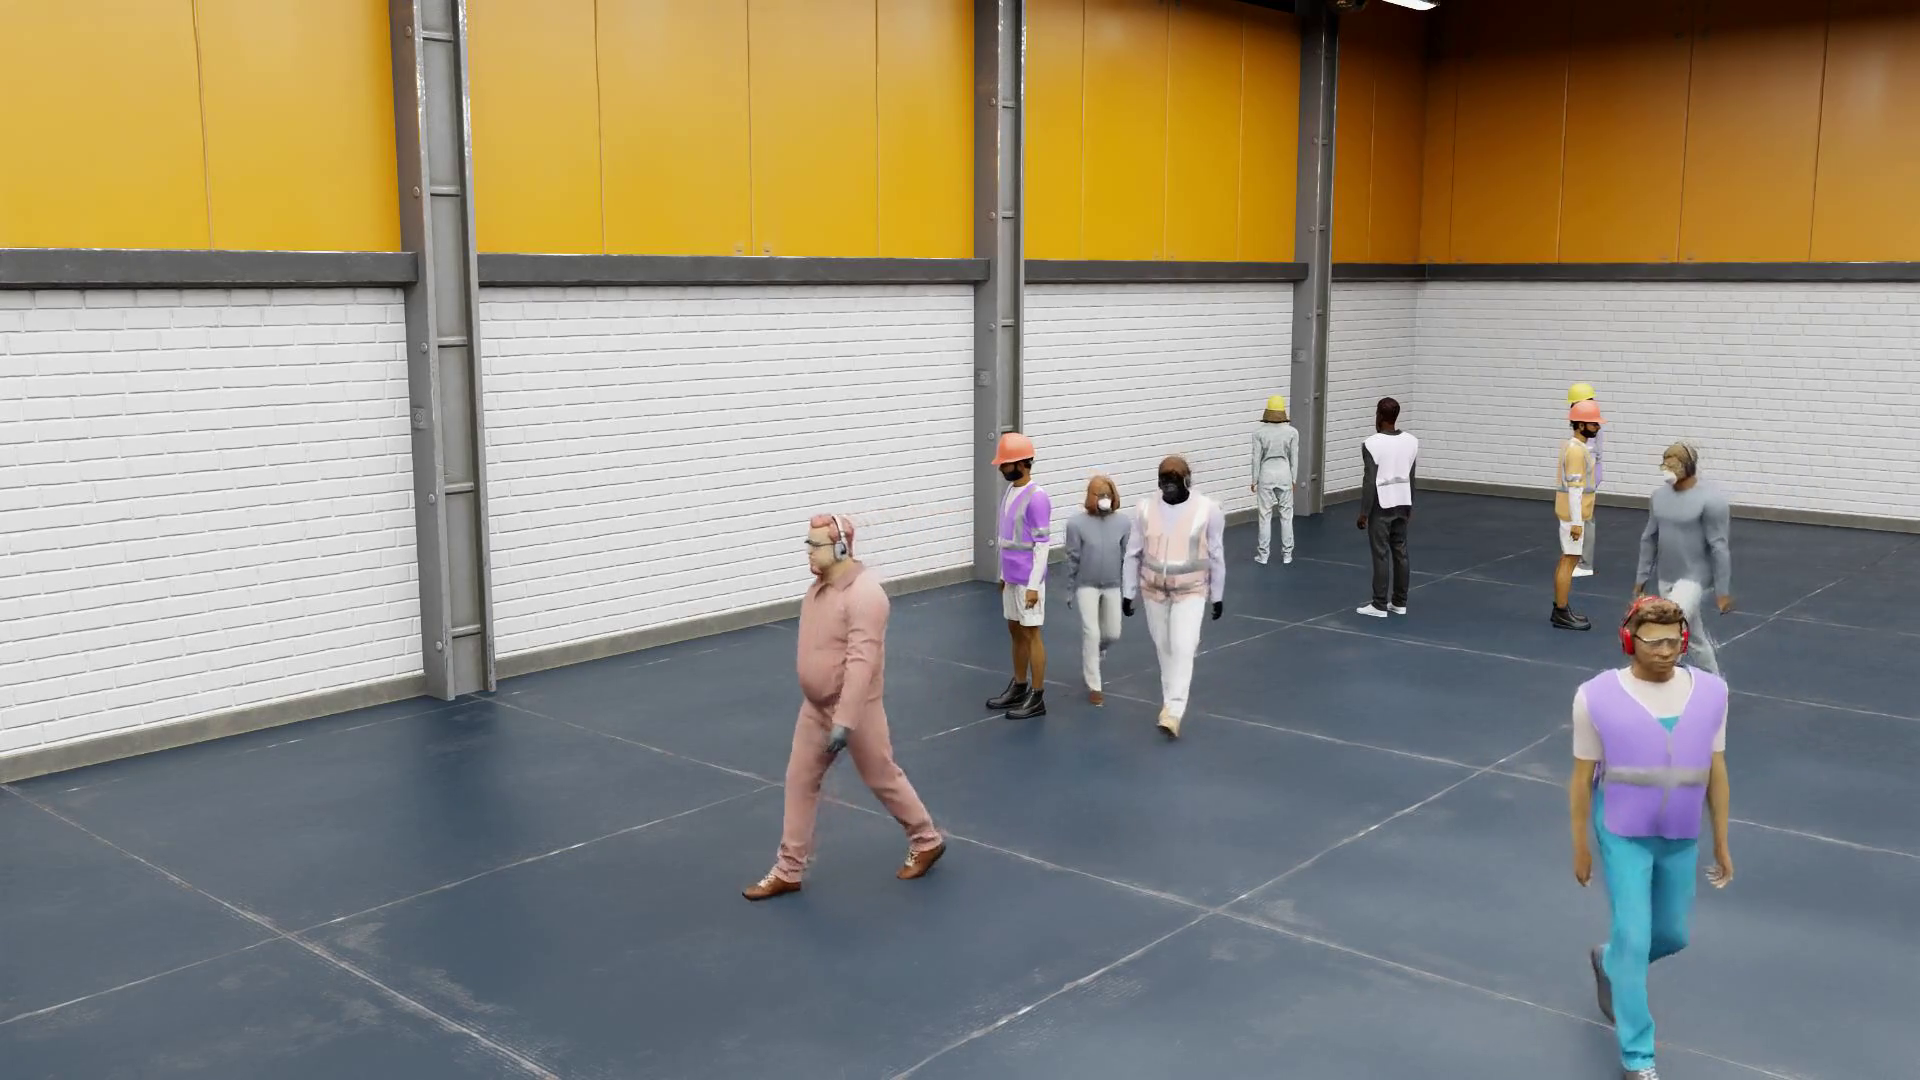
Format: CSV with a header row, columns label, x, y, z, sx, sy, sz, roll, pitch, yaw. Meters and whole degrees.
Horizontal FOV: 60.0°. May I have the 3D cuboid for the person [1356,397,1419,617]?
label,x,y,z,sx,sy,sz,roll,pitch,yaw
person,3.731,-0.283,14.515,0.590,1.920,0.399,-5,10,-28

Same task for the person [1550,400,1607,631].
label,x,y,z,sx,sy,sz,roll,pitch,yaw
person,5.217,-0.215,14.030,0.371,1.935,0.551,3,9,17

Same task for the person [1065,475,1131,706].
label,x,y,z,sx,sy,sz,roll,pitch,yaw
person,0.956,0.324,11.677,0.508,1.618,0.553,-2,9,-13

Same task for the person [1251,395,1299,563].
label,x,y,z,sx,sy,sz,roll,pitch,yaw
person,3.250,-0.624,17.206,0.483,1.745,0.305,0,9,2

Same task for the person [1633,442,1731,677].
label,x,y,z,sx,sy,sz,roll,pitch,yaw
person,4.811,0.278,11.151,1.041,1.876,0.637,-3,9,-16

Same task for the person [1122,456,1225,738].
label,x,y,z,sx,sy,sz,roll,pitch,yaw
person,1.348,0.365,10.813,0.653,1.799,0.926,4,10,26

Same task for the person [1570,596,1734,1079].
label,x,y,z,sx,sy,sz,roll,pitch,yaw
person,2.535,1.088,6.197,0.576,1.823,0.777,-1,9,-6

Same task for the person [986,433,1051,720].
label,x,y,z,sx,sy,sz,roll,pitch,yaw
person,0.394,0.241,11.197,0.374,1.929,0.542,-4,10,-22

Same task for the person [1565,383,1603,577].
label,x,y,z,sx,sy,sz,roll,pitch,yaw
person,6.147,-0.589,16.451,0.390,1.916,0.585,3,10,19

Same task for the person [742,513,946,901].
label,x,y,z,sx,sy,sz,roll,pitch,yaw
person,-0.531,0.783,8.028,1.016,1.864,0.633,-7,11,-36
